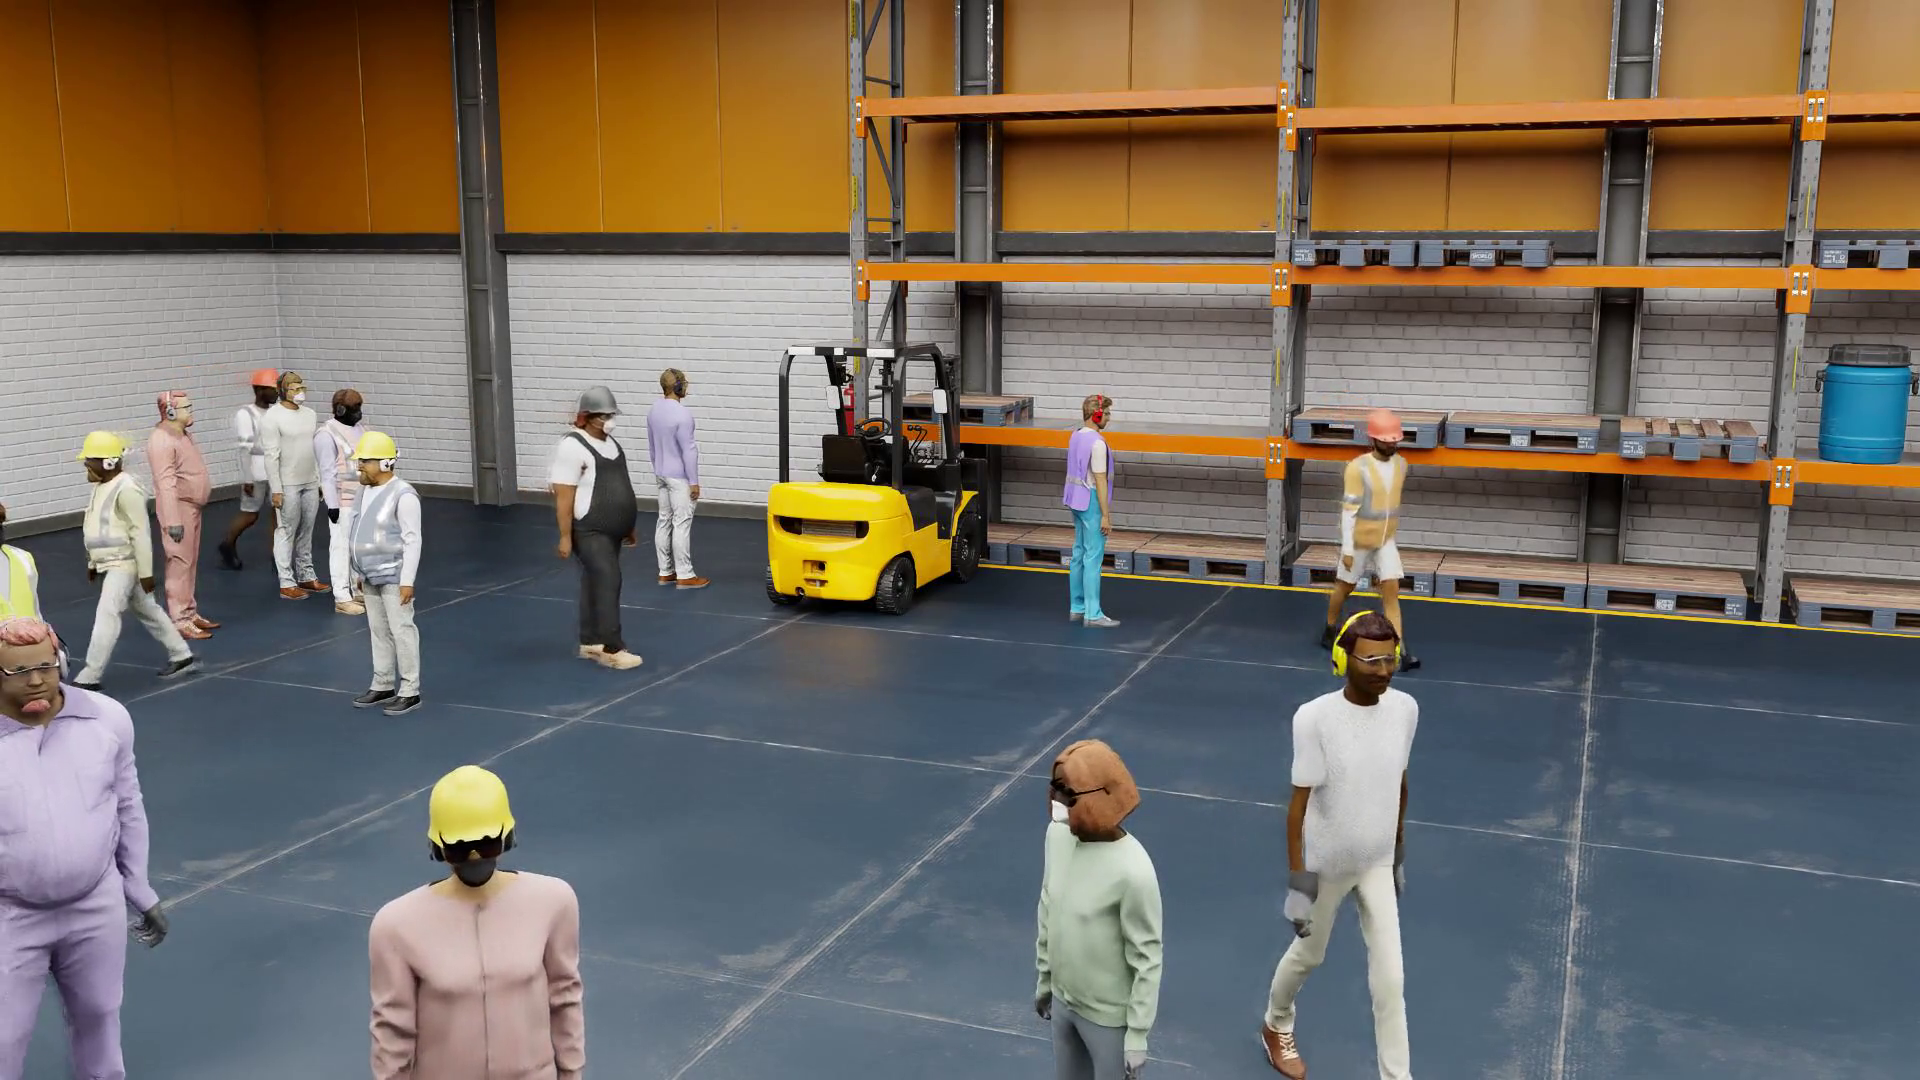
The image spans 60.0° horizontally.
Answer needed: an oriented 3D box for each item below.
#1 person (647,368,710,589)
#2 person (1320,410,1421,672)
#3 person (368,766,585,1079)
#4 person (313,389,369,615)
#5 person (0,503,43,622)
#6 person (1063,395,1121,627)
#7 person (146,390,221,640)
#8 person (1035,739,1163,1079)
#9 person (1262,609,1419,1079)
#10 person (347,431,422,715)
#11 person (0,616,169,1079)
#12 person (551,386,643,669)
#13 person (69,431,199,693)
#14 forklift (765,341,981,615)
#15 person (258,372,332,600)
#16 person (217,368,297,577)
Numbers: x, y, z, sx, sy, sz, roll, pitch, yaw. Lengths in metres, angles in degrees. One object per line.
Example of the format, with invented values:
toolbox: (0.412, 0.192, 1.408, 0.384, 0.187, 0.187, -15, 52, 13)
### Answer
person: (-2.490, -0.539, 14.605, 0.372, 1.940, 0.632, -9, 14, -43)
person: (2.940, -0.013, 11.885, 0.551, 1.864, 1.066, -4, 11, -23)
person: (-1.197, 1.416, 4.199, 0.533, 1.767, 0.325, -5, 11, -26)
person: (-4.997, -0.322, 13.677, 0.429, 1.843, 0.622, 2, 10, 13)
person: (-4.648, 0.694, 8.012, 0.429, 1.844, 0.624, 4, 11, 21)
person: (1.026, -0.230, 13.160, 0.390, 1.840, 0.565, -4, 11, -19)
person: (-5.962, -0.198, 12.784, 0.407, 1.913, 0.641, -2, 10, -13)
person: (0.382, 1.368, 4.836, 0.270, 1.631, 0.507, -6, 12, -31)
person: (1.334, 1.115, 5.746, 0.555, 1.823, 0.994, -3, 11, -18)
person: (-3.718, 0.210, 10.725, 0.586, 1.835, 0.403, 8, 13, 37)
person: (-2.882, 1.166, 5.249, 0.405, 1.893, 0.718, 9, 14, 42)
person: (-2.483, -0.102, 11.889, 0.749, 2.000, 0.708, 3, 11, 17)
person: (-5.688, 0.138, 11.285, 0.951, 1.785, 0.615, -9, 13, -40)
forklift: (-0.739, -0.602, 14.246, 1.214, 2.155, 2.313, 4, 11, 21)
person: (-5.672, -0.467, 14.210, 0.372, 1.940, 0.630, 3, 11, 16)
person: (-6.412, -0.615, 15.142, 0.878, 1.904, 0.566, 4, 11, 21)
